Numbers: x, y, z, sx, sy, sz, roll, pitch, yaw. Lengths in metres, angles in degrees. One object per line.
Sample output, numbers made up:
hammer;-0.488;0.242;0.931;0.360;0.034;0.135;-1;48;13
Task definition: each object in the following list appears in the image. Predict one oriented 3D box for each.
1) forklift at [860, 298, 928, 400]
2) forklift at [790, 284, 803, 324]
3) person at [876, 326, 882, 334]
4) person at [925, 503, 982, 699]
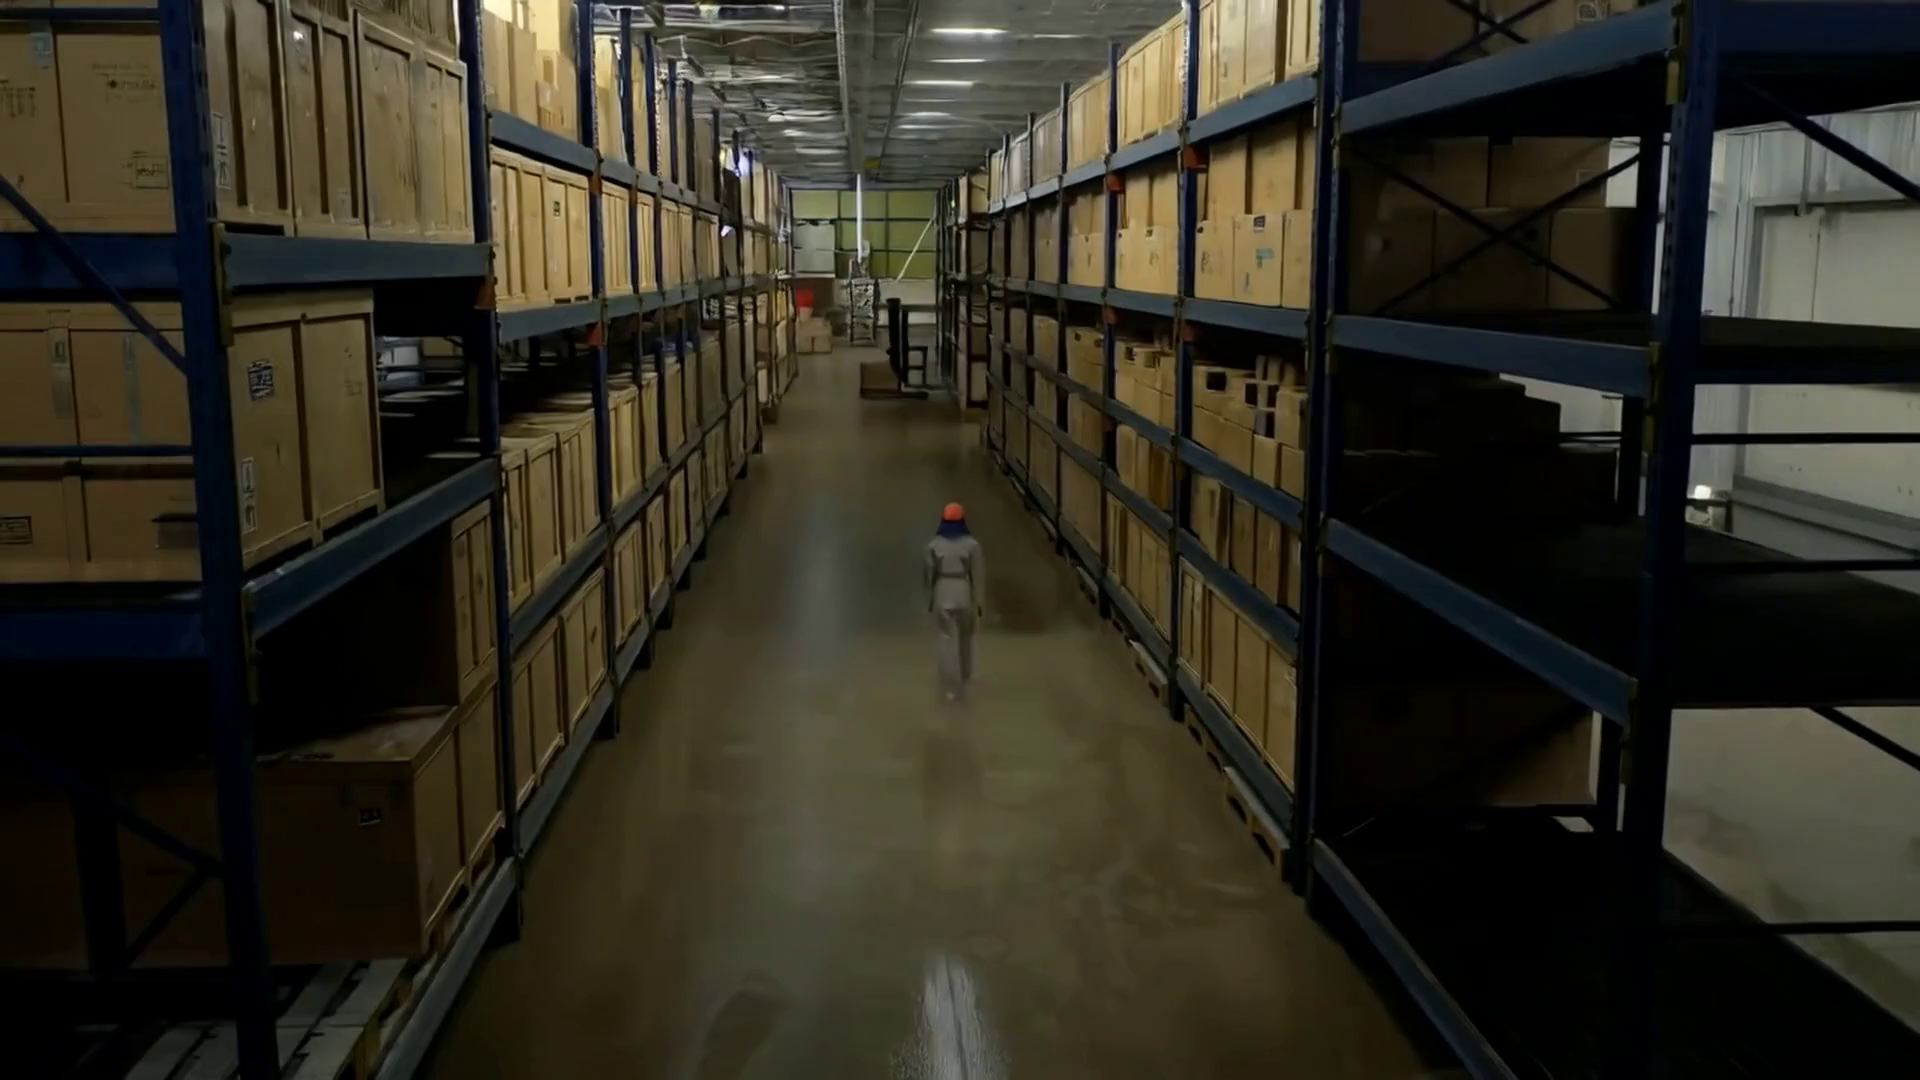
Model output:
forklift;-1.852;-5.349;46.420;1.873;2.768;1.129;-1;10;-3
forklift;-7.525;-10.129;74.969;1.129;2.768;1.873;7;12;37
person;-4.667;-11.866;89.019;0.861;1.646;0.550;2;10;14
person;-0.050;0.514;14.831;0.512;1.713;0.738;1;10;4
